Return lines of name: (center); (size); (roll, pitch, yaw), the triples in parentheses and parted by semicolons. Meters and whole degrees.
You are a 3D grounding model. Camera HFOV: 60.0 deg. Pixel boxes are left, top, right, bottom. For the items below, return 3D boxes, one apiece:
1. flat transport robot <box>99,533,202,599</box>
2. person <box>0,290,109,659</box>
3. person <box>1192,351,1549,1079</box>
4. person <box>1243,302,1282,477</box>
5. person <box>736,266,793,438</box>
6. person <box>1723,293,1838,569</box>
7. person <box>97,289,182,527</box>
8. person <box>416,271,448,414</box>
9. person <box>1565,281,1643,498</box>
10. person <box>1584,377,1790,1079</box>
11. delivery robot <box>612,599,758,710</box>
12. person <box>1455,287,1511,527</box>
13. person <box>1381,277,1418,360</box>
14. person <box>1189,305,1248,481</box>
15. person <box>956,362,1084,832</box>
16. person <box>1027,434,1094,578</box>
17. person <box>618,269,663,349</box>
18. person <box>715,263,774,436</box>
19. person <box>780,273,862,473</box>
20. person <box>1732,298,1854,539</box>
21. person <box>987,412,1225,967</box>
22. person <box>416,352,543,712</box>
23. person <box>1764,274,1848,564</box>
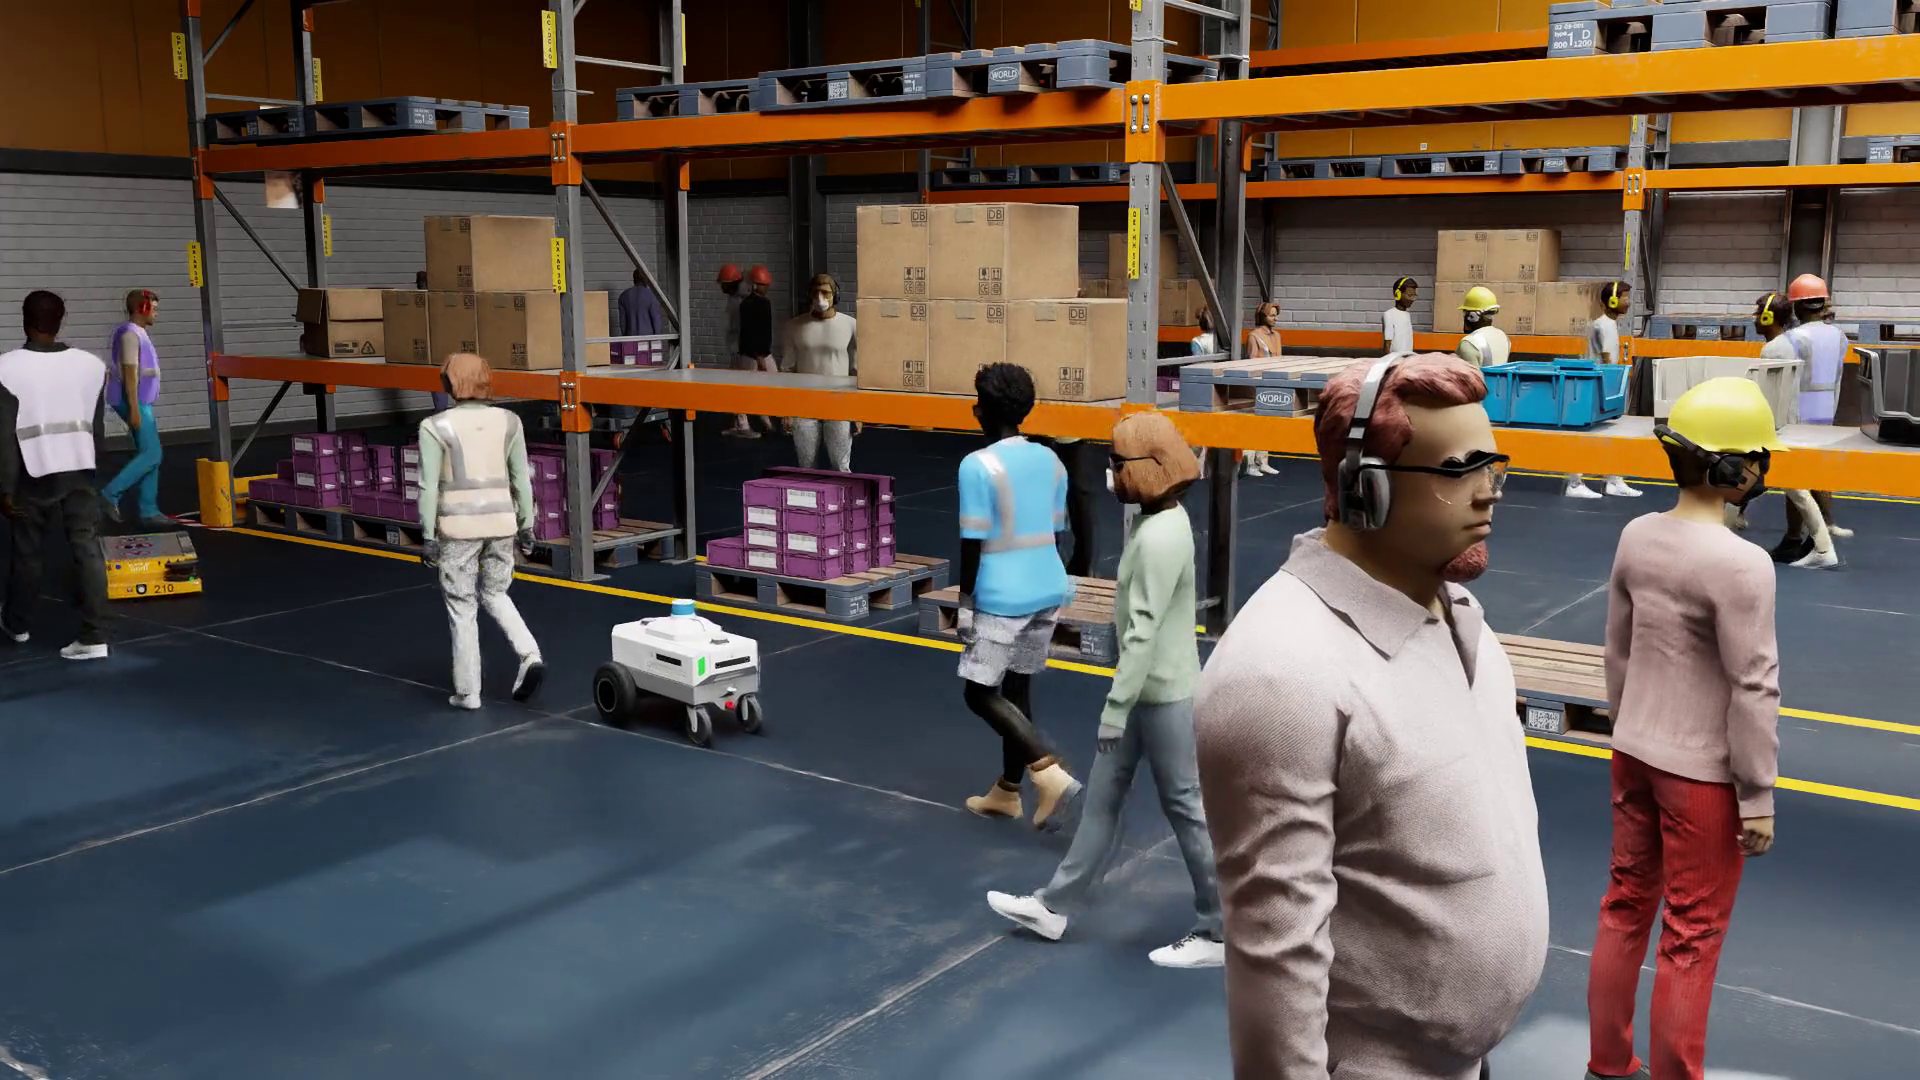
flat transport robot: (-5.168, 0.144, 10.443); (0.652, 0.197, 1.431); (-5, 11, -27)
person: (-4.706, -0.337, 8.567); (0.998, 1.862, 0.610); (8, 12, 38)
person: (0.571, 0.703, 2.250); (0.408, 1.908, 0.641); (7, 12, 34)
person: (2.857, -1.419, 15.679); (0.314, 1.640, 0.516); (8, 13, 41)
person: (-2.178, -2.106, 18.855); (0.956, 1.953, 0.621); (4, 11, 25)
person: (5.387, -0.720, 11.031); (0.523, 1.817, 1.016); (-9, 13, -42)
person: (-6.284, -0.994, 12.636); (0.494, 1.809, 0.637); (-4, 10, -20)
person: (-6.327, -2.254, 19.868); (0.401, 1.904, 0.649); (-2, 10, -13)
person: (5.523, -1.251, 14.065); (0.737, 1.843, 0.525); (6, 11, 30)
person: (1.671, 0.514, 3.796); (0.310, 1.768, 0.533); (-2, 10, -12)
delivery robot: (-1.193, 0.500, 7.201); (0.477, 0.478, 0.707); (-9, 13, -44)
person: (3.783, -0.936, 12.231); (0.403, 1.833, 0.590); (8, 13, 41)
person: (4.225, -1.586, 16.016); (0.328, 1.865, 0.518); (7, 12, 36)
person: (2.322, -1.324, 15.159); (0.529, 1.620, 0.623); (-7, 12, -37)
person: (0.243, 0.219, 5.830); (0.535, 1.674, 0.534); (9, 13, 42)
person: (0.539, -0.702, 10.427); (0.761, 1.966, 0.613); (7, 12, 35)
person: (-4.322, -2.726, 22.599); (0.627, 1.933, 0.371); (4, 10, 20)
person: (-2.482, -2.196, 19.284); (0.707, 2.001, 0.679); (-2, 10, -12)
person: (-0.964, -0.907, 11.747); (0.631, 1.940, 0.372); (1, 10, 6)
person: (6.083, -0.907, 12.180); (0.865, 1.805, 0.518); (7, 12, 38)
person: (0.454, 0.439, 4.732); (0.748, 1.594, 0.510); (1, 10, 4)
person: (-2.123, -0.021, 7.403); (0.535, 1.623, 0.451); (-9, 13, -44)
person: (5.637, -0.804, 11.146); (0.547, 1.934, 0.376); (-4, 10, -23)
